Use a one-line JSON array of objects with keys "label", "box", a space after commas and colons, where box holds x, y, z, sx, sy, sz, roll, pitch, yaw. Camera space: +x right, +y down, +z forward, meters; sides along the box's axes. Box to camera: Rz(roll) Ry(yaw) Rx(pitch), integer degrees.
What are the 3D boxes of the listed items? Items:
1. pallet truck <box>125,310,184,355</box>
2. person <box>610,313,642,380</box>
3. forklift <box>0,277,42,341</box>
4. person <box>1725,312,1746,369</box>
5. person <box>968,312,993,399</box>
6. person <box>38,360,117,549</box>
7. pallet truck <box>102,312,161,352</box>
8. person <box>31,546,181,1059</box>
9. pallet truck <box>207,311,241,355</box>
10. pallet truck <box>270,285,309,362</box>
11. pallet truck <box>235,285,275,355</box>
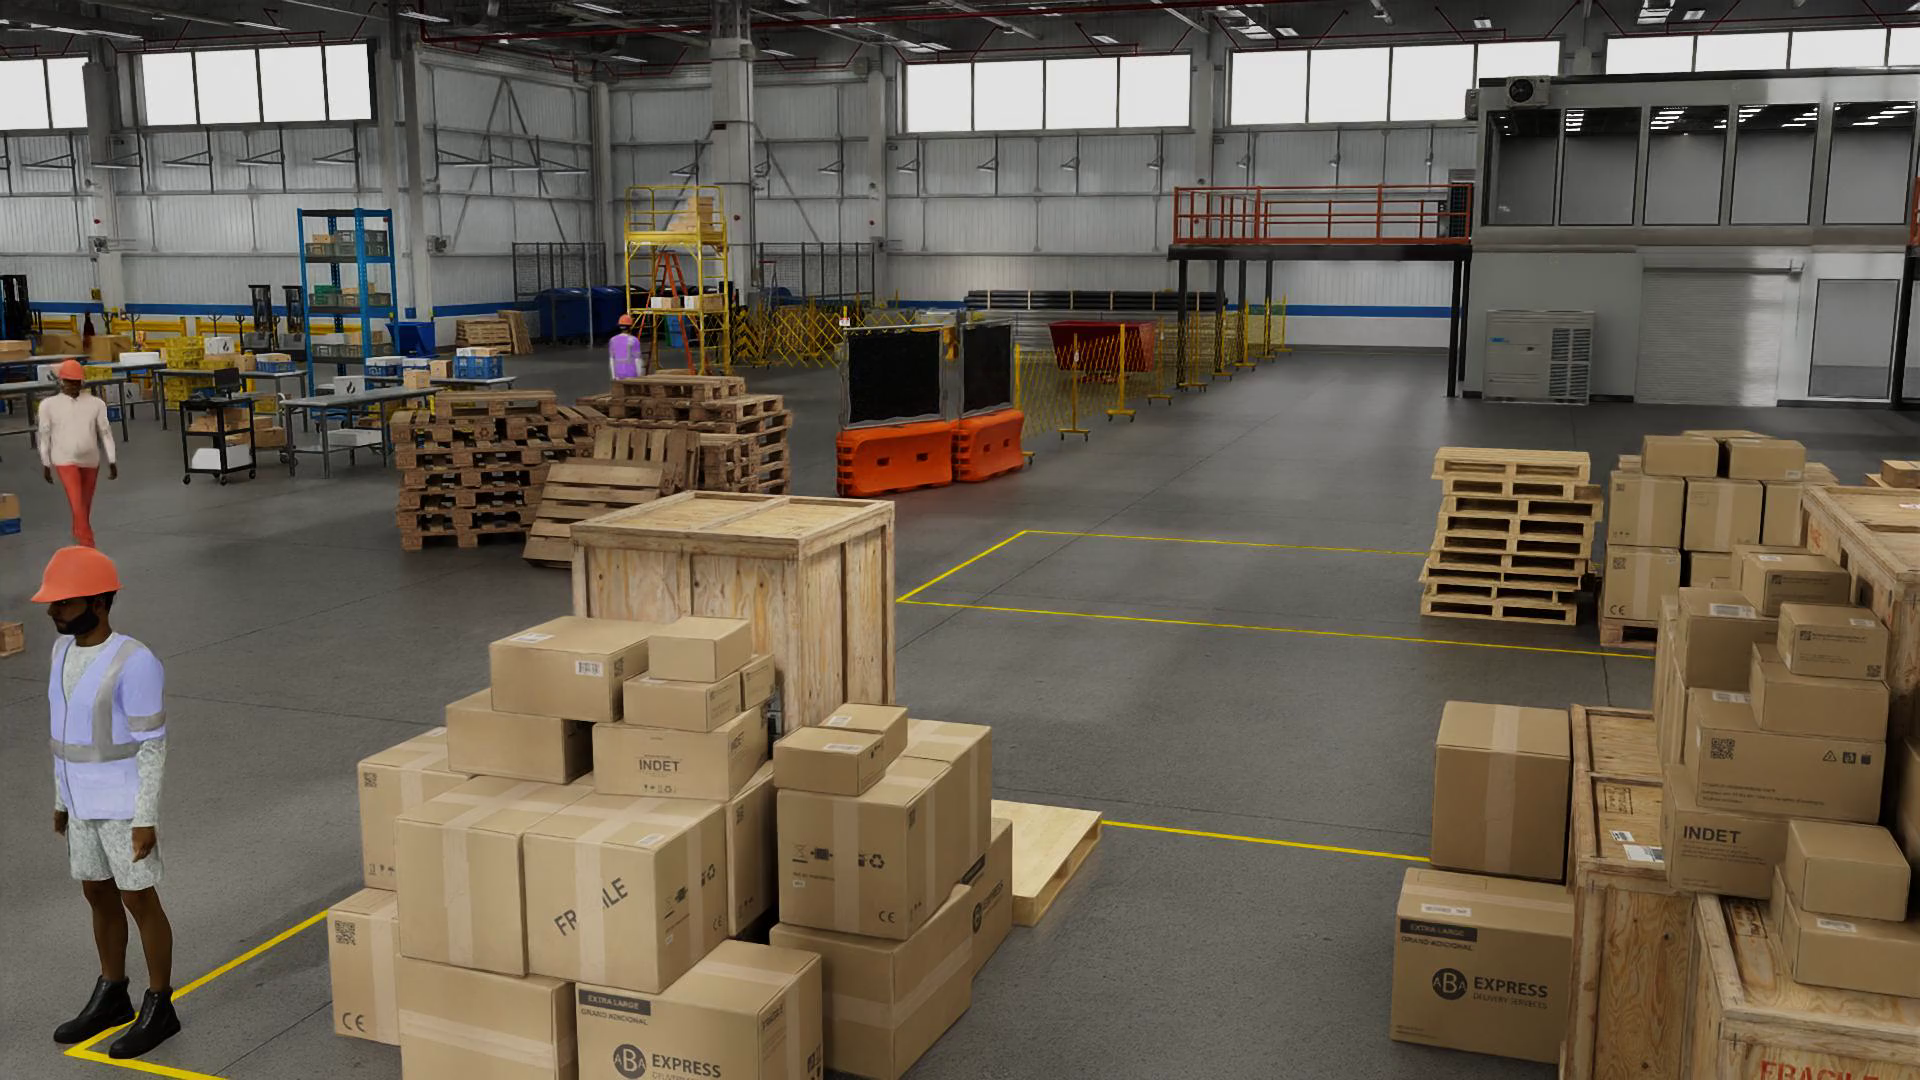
[{"label": "pallet truck", "box": [-22.038, -5.665, 45.457, 0.704, 1.261, 1.522, 3, 11, 17]}, {"label": "person", "box": [-5.357, -2.678, 26.808, 0.549, 1.936, 0.377, 4, 11, 22]}, {"label": "forklift", "box": [-27.151, -6.329, 46.328, 1.157, 1.987, 2.680, 3, 11, 17]}, {"label": "person", "box": [18.272, -4.720, 39.174, 0.498, 1.627, 0.288, 6, 12, 31]}, {"label": "person", "box": [0.414, -3.678, 33.056, 0.492, 1.717, 0.671, 4, 11, 21]}, {"label": "person", "box": [-8.566, -0.783, 16.148, 0.619, 1.948, 1.027, -9, 13, -41]}, {"label": "pallet truck", "box": [-23.057, -5.777, 46.261, 0.680, 1.201, 1.601, 3, 11, 19]}, {"label": "person", "box": [-3.209, 0.976, 6.229, 0.543, 1.940, 0.361, 5, 11, 26]}, {"label": "pallet truck", "box": [-19.537, -5.575, 44.913, 0.653, 1.274, 1.630, 3, 11, 19]}, {"label": "pallet truck", "box": [-17.147, -5.700, 43.663, 0.823, 1.965, 1.885, 3, 11, 17]}, {"label": "pallet truck", "box": [-18.327, -5.835, 44.421, 0.823, 1.965, 1.885, 4, 11, 23]}]
